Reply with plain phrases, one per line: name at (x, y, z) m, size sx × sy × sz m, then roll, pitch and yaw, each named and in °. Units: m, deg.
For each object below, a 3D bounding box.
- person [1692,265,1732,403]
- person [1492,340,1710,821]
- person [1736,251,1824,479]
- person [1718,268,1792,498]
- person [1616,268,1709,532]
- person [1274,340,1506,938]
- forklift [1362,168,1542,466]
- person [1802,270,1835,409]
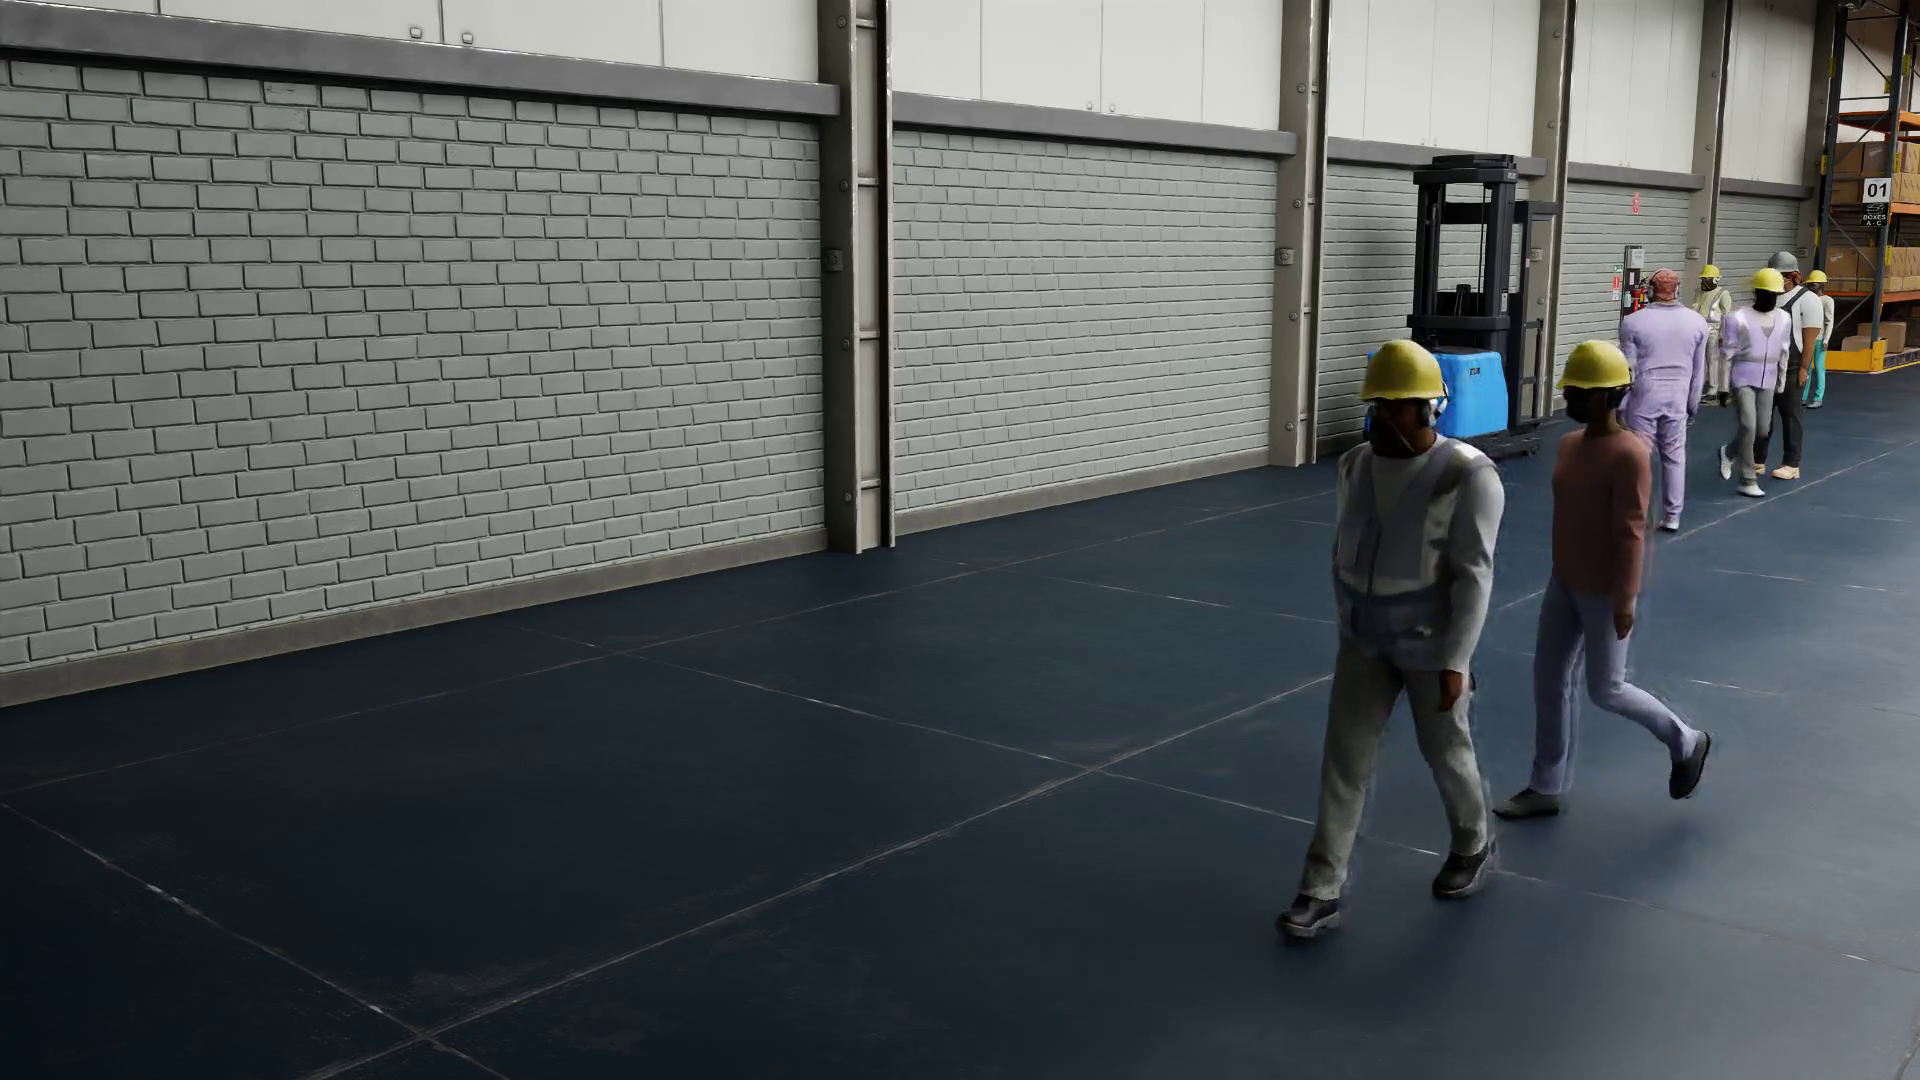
person at (9.967, -2.752, 22.219) m, size 0.404 × 1.830 × 0.603 m, roll -4°, pitch 11°, yaw -23°
person at (2.331, 0.154, 5.954) m, size 0.706 × 1.743 × 0.522 m, roll -2°, pitch 10°, yaw -12°
person at (7.350, -1.568, 15.009) m, size 0.536 × 2.000 × 0.676 m, roll -5°, pitch 11°, yaw -26°
person at (6.658, -1.344, 14.035) m, size 0.588 × 1.900 × 0.759 m, roll -1°, pitch 10°, yaw -8°
person at (5.043, -1.004, 12.063) m, size 0.649 × 1.905 × 0.404 m, roll 0°, pitch 10°, yaw -1°
person at (1.369, 0.282, 5.083) m, size 0.918 × 1.792 × 0.595 m, roll -10°, pitch 14°, yaw -44°
forklift at (4.875, -2.212, 16.287) m, size 1.129 × 2.768 × 1.873 m, roll 8°, pitch 13°, yaw 40°
person at (11.016, -2.591, 21.490) m, size 0.320 × 1.769 × 0.523 m, roll -3°, pitch 10°, yaw -17°
